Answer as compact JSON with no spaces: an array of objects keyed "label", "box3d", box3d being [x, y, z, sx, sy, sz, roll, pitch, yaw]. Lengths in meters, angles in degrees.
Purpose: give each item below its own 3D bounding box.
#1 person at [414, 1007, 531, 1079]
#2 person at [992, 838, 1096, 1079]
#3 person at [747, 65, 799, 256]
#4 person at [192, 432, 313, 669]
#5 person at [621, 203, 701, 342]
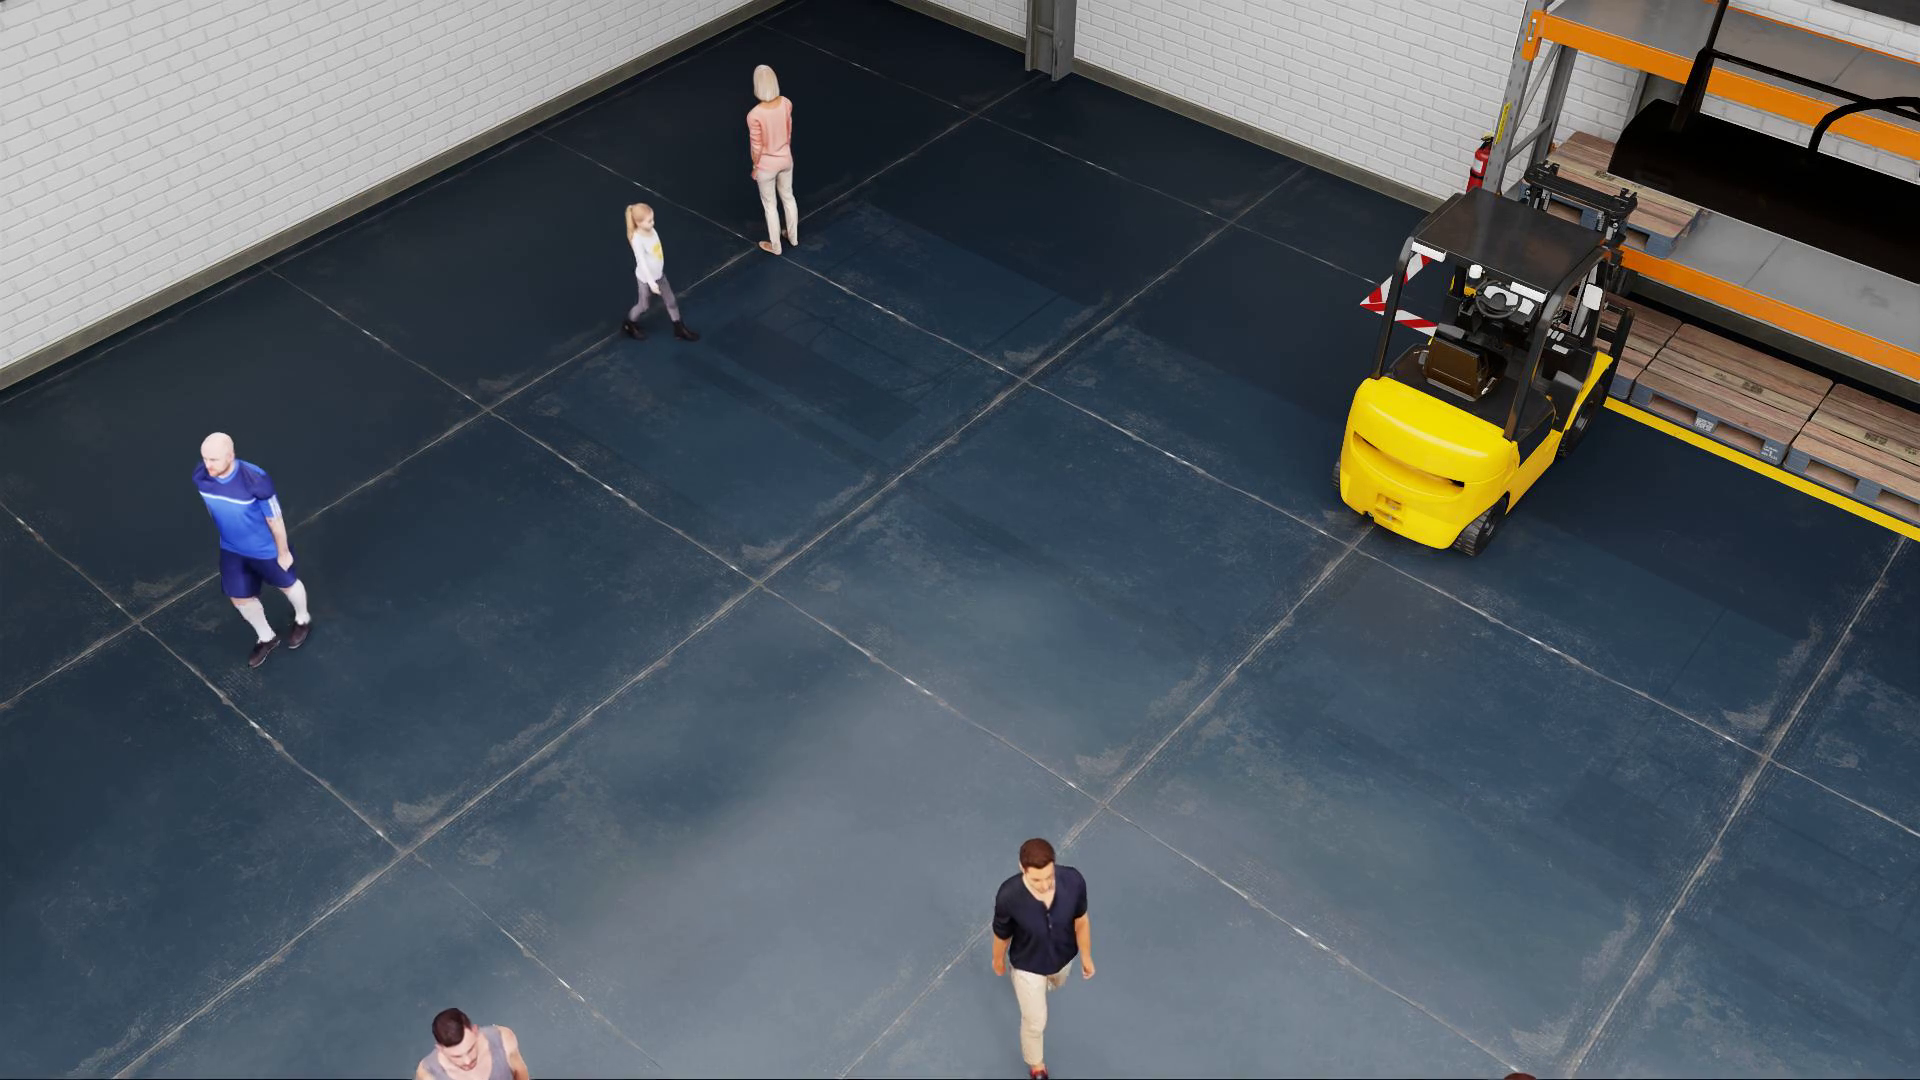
[{"label":"person","box3d":[-2.249,2.655,7.839,0.777,1.832,0.869,-20,47,-19]},{"label":"person","box3d":[0.393,2.048,8.505,0.988,1.825,1.215,-16,46,-16]},{"label":"person","box3d":[-1.589,-3.225,14.112,0.619,1.725,0.545,-34,53,-31]},{"label":"person","box3d":[-4.493,-0.031,10.688,0.861,1.825,0.929,6,44,6]},{"label":"person","box3d":[-2.538,-2.116,13.283,0.934,1.264,0.680,14,45,15]}]
